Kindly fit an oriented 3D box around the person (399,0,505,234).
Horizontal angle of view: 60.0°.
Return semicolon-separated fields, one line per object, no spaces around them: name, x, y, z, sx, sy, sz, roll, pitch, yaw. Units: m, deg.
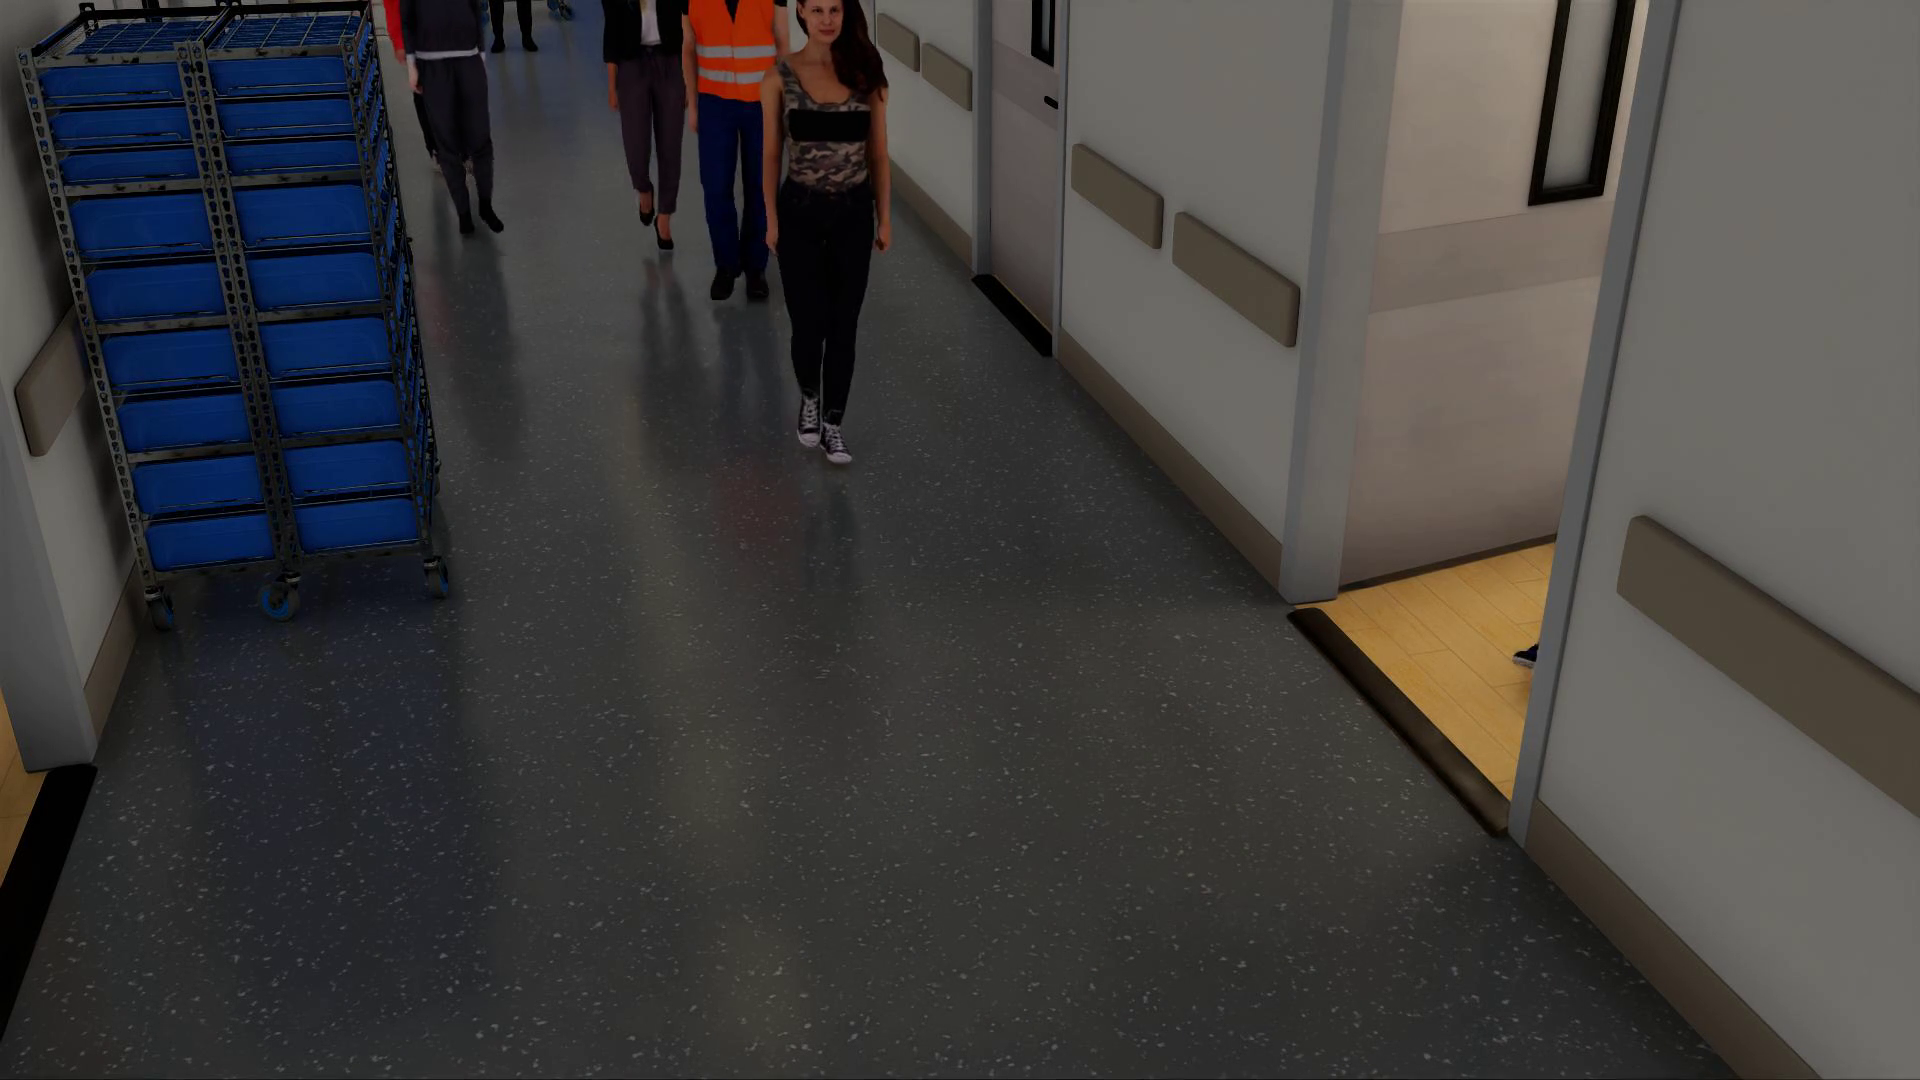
person;-2.737;-2.505;8.837;0.626;1.763;0.641;-10;28;-21

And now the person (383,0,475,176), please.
person;-3.232;-3.099;10.100;0.779;1.735;0.956;-13;29;-25

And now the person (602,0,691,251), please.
person;-1.616;-2.351;8.632;0.642;1.662;0.680;-9;27;-19

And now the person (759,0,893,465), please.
person;-0.509;-1.154;6.033;0.618;1.763;0.631;-7;27;-15

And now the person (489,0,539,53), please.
person;-3.897;-5.163;14.233;0.652;1.863;0.537;-6;26;-12

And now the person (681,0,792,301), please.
person;-1.037;-2.086;7.843;0.725;1.870;0.726;-3;26;-7
